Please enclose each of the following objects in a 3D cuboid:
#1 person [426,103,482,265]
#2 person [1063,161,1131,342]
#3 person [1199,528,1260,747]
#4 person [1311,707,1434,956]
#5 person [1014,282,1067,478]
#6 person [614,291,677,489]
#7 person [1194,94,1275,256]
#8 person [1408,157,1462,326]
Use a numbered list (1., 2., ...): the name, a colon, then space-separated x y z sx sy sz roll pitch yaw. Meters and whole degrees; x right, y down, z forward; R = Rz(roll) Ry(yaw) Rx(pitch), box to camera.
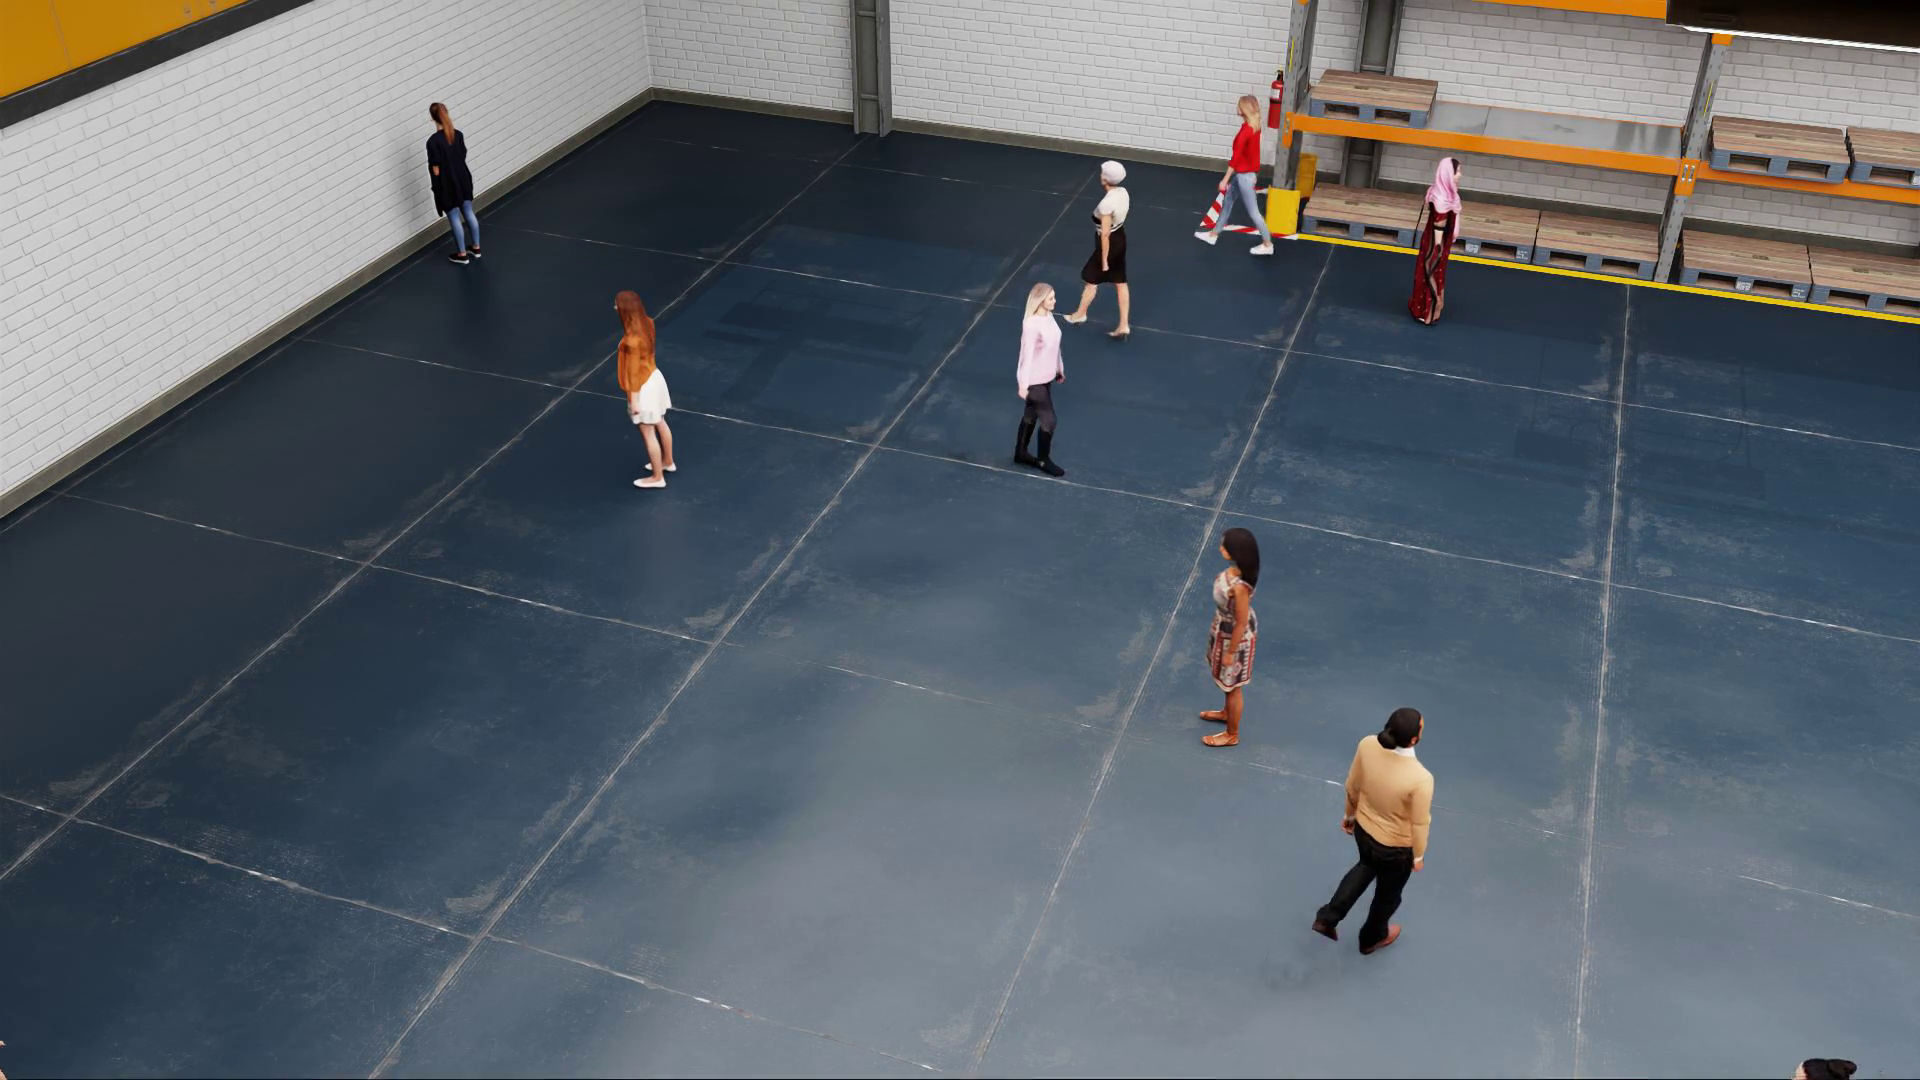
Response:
1. person: -5.202 -3.670 17.086 0.666 1.684 0.694 24 40 31
2. person: 1.483 -2.661 15.531 1.042 1.724 0.811 24 40 31
3. person: 1.766 0.611 10.683 0.604 1.642 0.694 5 34 7
4. person: 2.263 1.638 9.047 0.961 1.742 0.918 -20 38 -27
5. person: 0.549 -1.332 13.579 0.696 1.673 0.649 14 36 20
6. person: -2.515 -1.227 13.382 0.607 1.715 0.641 6 34 9
7. person: 3.010 -3.704 17.161 1.116 1.657 0.665 14 36 20
8. person: 4.564 -2.877 15.935 0.576 1.638 0.652 12 35 18
